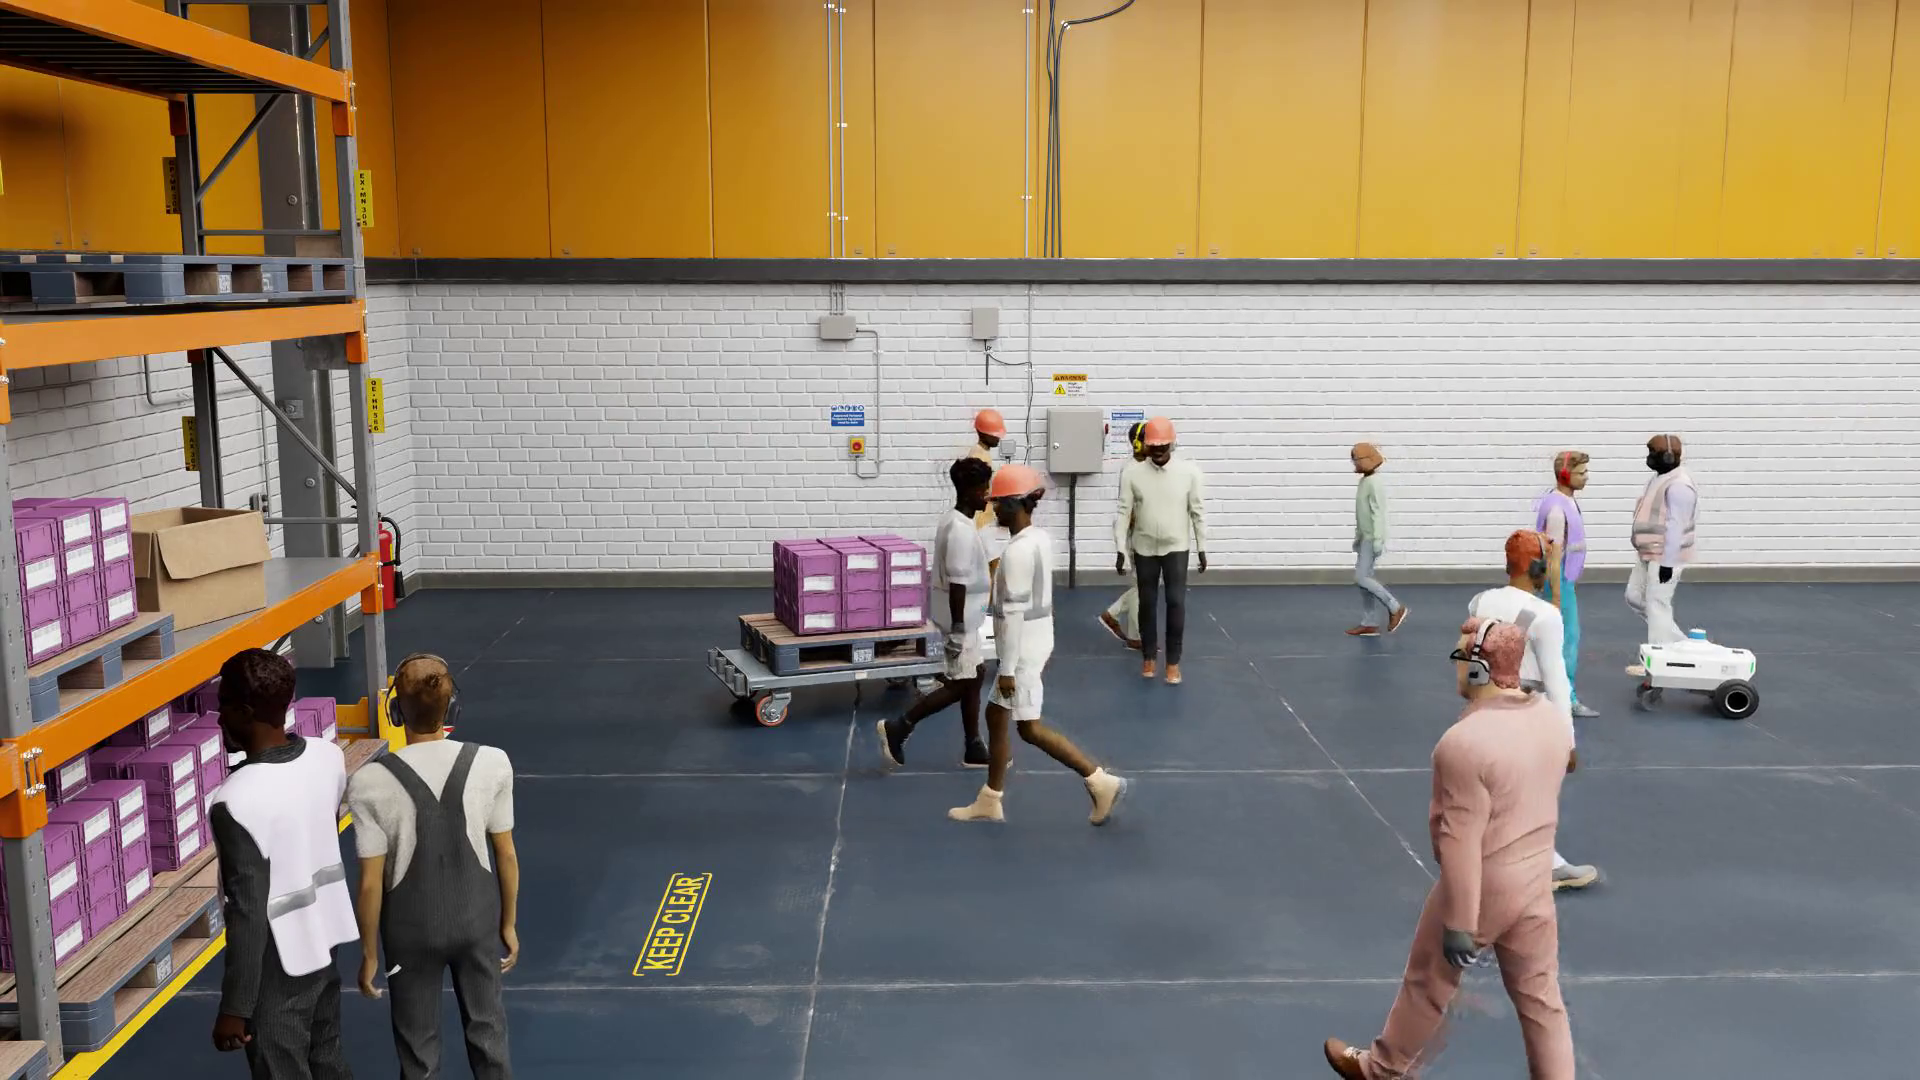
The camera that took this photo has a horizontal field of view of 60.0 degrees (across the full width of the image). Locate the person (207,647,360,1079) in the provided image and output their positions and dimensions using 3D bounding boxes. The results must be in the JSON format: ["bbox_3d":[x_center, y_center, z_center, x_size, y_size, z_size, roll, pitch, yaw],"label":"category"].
[{"bbox_3d":[-2.039,1.278,5.032,0.392,1.898,0.587,1,9,6],"label":"person"}]

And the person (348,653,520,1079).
[{"bbox_3d":[-1.652,1.262,5.280,0.506,1.847,0.346,-5,10,-28],"label":"person"}]

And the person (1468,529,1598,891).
[{"bbox_3d":[2.720,0.854,7.870,0.873,1.817,0.671,-3,10,-17],"label":"person"}]

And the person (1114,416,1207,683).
[{"bbox_3d":[1.462,0.076,12.181,0.663,1.963,0.708,2,9,11],"label":"person"}]

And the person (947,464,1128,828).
[{"bbox_3d":[0.424,0.592,8.965,0.932,2.007,0.624,2,9,10],"label":"person"}]

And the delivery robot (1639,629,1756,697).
[{"bbox_3d":[5.055,0.857,11.424,0.707,0.478,0.477,2,9,15],"label":"delivery robot"}]

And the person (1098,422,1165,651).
[{"bbox_3d":[1.386,-0.019,13.126,0.452,1.844,0.535,2,10,14],"label":"person"}]

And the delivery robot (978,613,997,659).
[{"bbox_3d":[0.117,0.717,12.284,0.707,0.478,0.477,-3,10,-15],"label":"delivery robot"}]

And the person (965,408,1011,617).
[{"bbox_3d":[0.250,-0.146,13.743,0.770,1.896,0.586,0,9,2],"label":"person"}]

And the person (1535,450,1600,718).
[{"bbox_3d":[4.032,0.288,11.318,0.639,1.825,0.578,4,10,23],"label":"person"}]

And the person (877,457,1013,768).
[{"bbox_3d":[-0.082,0.458,9.939,0.756,1.940,0.608,-1,9,-5],"label":"person"}]

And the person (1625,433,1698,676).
[{"bbox_3d":[5.218,0.118,12.364,0.444,1.831,0.630,1,9,5],"label":"person"}]

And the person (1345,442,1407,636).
[{"bbox_3d":[3.404,0.003,13.694,0.438,1.611,0.533,0,9,2],"label":"person"}]

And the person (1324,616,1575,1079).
[{"bbox_3d":[1.775,1.175,5.773,0.673,1.851,0.981,-7,12,-36],"label":"person"}]
